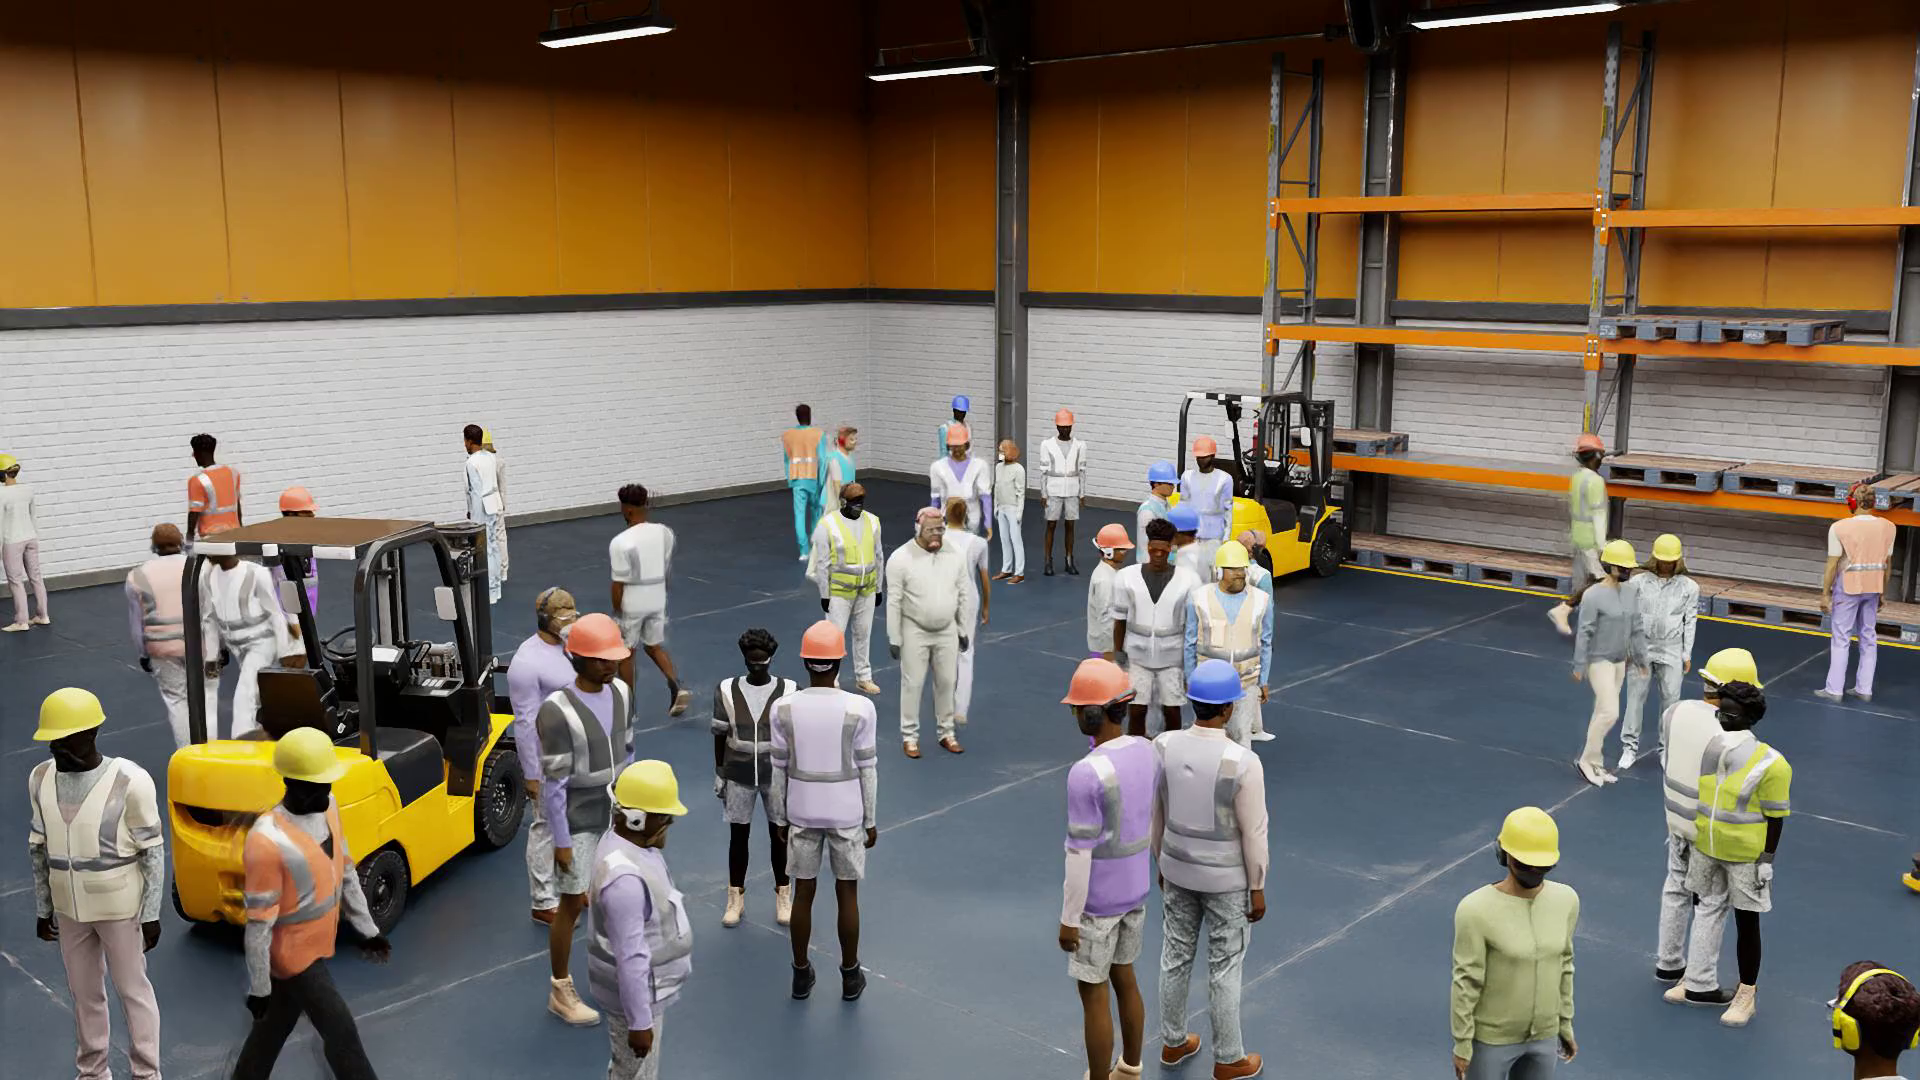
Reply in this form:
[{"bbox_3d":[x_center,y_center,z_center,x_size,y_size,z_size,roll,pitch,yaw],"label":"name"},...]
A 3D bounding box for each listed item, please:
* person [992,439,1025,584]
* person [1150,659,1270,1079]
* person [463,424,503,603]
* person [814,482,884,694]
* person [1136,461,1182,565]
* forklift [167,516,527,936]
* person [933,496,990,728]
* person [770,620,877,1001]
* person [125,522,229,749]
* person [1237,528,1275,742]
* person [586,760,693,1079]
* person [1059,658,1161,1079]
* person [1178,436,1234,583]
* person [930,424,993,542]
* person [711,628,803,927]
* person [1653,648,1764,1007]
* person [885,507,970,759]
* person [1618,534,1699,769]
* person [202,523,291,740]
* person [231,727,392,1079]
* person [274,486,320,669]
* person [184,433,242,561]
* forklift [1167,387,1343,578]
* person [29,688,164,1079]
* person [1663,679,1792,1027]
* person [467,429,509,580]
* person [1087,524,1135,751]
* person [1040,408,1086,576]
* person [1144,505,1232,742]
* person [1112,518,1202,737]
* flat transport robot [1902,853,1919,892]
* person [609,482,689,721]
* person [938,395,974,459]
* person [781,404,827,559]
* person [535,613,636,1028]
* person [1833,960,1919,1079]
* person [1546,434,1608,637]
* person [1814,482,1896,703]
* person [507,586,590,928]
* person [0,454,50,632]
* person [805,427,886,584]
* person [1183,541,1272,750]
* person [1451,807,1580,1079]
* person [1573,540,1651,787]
[{"bbox_3d":[0.552,-0.325,18.781,0.272,1.627,0.502,-7,12,-35],"label":"person"},{"bbox_3d":[1.119,1.493,7.509,0.604,1.949,0.384,8,13,40],"label":"person"},{"bbox_3d":[-5.072,-0.274,17.667,0.398,1.915,0.589,0,10,2],"label":"person"},{"bbox_3d":[-0.913,0.421,13.958,0.623,1.835,0.431,-7,12,-33],"label":"person"},{"bbox_3d":[1.716,0.276,14.435,0.396,1.946,0.617,4,11,22],"label":"person"},{"bbox_3d":[-3.583,0.976,9.748,1.214,2.155,2.313,2,10,11],"label":"forklift"},{"bbox_3d":[-0.031,0.538,13.366,0.541,1.793,0.959,-1,10,-6],"label":"person"},{"bbox_3d":[-0.674,1.358,8.352,0.540,1.930,0.384,2,10,9],"label":"person"},{"bbox_3d":[-5.605,0.777,11.939,0.640,1.820,0.434,-5,11,-25],"label":"person"},{"bbox_3d":[2.204,0.727,12.747,0.308,1.641,0.514,-7,12,-34],"label":"person"},{"bbox_3d":[-1.238,1.739,6.470,0.403,1.819,0.593,-2,10,-11],"label":"person"},{"bbox_3d":[0.611,1.510,7.184,0.411,2.032,0.611,7,12,36],"label":"person"},{"bbox_3d":[2.409,-0.068,16.428,0.552,1.935,0.374,4,11,24],"label":"person"},{"bbox_3d":[0.012,-0.199,17.034,0.632,1.987,1.050,0,10,-2],"label":"person"},{"bbox_3d":[-1.117,1.312,9.253,0.532,1.696,0.319,0,10,-2],"label":"person"},{"bbox_3d":[3.730,1.423,8.280,0.403,1.818,0.606,-3,10,-15],"label":"person"},{"bbox_3d":[-0.222,0.686,12.299,0.649,1.889,0.407,-5,11,-24],"label":"person"},{"bbox_3d":[5.032,0.811,11.987,0.485,1.740,0.303,4,11,20],"label":"person"},{"bbox_3d":[-5.094,0.794,11.776,0.606,1.840,0.866,6,11,29],"label":"person"},{"bbox_3d":[-2.665,1.657,6.811,1.007,1.865,0.579,0,10,-1],"label":"person"},{"bbox_3d":[-5.128,0.541,12.954,0.376,1.939,0.547,-2,10,-9],"label":"person"},{"bbox_3d":[-7.397,-0.090,16.489,0.420,1.959,0.664,4,11,20],"label":"person"},{"bbox_3d":[3.298,-0.608,18.767,1.214,2.155,2.313,9,13,42],"label":"forklift"},{"bbox_3d":[-3.727,1.564,7.162,0.594,1.924,0.381,2,10,10],"label":"person"},{"bbox_3d":[3.755,1.509,8.125,0.318,1.700,0.535,-6,12,-32],"label":"person"},{"bbox_3d":[-5.348,-0.382,18.767,0.295,1.744,0.484,10,14,43],"label":"person"},{"bbox_3d":[1.113,0.744,12.323,0.337,1.752,0.564,2,10,9],"label":"person"},{"bbox_3d":[1.194,-0.550,19.169,0.546,1.939,0.375,-1,10,-8],"label":"person"},{"bbox_3d":[1.691,0.669,12.387,0.955,1.905,0.607,4,11,21],"label":"person"},{"bbox_3d":[1.349,0.804,11.411,0.623,1.954,0.393,2,10,14],"label":"person"},{"bbox_3d":[6.056,2.036,9.189,0.652,0.197,1.431,-3,10,-16],"label":"flat transport robot"},{"bbox_3d":[-2.505,0.503,13.142,0.690,1.940,0.628,8,13,39],"label":"person"},{"bbox_3d":[-0.025,-0.852,20.869,0.400,1.943,0.613,8,13,37],"label":"person"},{"bbox_3d":[-1.891,-0.731,20.456,0.604,1.844,0.981,1,10,7],"label":"person"},{"bbox_3d":[-1.771,1.348,8.112,0.426,2.033,0.608,6,12,30],"label":"person"},{"bbox_3d":[2.434,2.060,4.545,0.510,1.861,0.324,-2,10,-11],"label":"person"},{"bbox_3d":[6.015,-0.003,15.870,0.642,2.001,0.651,1,10,5],"label":"person"},{"bbox_3d":[7.439,0.447,13.786,0.562,1.837,0.387,-1,10,-6],"label":"person"},{"bbox_3d":[-2.248,1.199,9.252,0.367,1.929,0.637,4,11,20],"label":"person"},{"bbox_3d":[-9.341,0.022,16.438,0.349,1.758,0.521,2,10,12],"label":"person"},{"bbox_3d":[-1.284,-0.369,18.550,1.025,1.784,0.577,3,10,18],"label":"person"},{"bbox_3d":[1.793,0.909,11.148,0.590,1.837,0.404,0,10,2],"label":"person"},{"bbox_3d":[2.049,1.826,6.132,0.534,1.766,0.310,-3,10,-18],"label":"person"},{"bbox_3d":[4.572,0.862,11.650,0.533,1.749,0.448,-6,12,-32],"label":"person"}]
